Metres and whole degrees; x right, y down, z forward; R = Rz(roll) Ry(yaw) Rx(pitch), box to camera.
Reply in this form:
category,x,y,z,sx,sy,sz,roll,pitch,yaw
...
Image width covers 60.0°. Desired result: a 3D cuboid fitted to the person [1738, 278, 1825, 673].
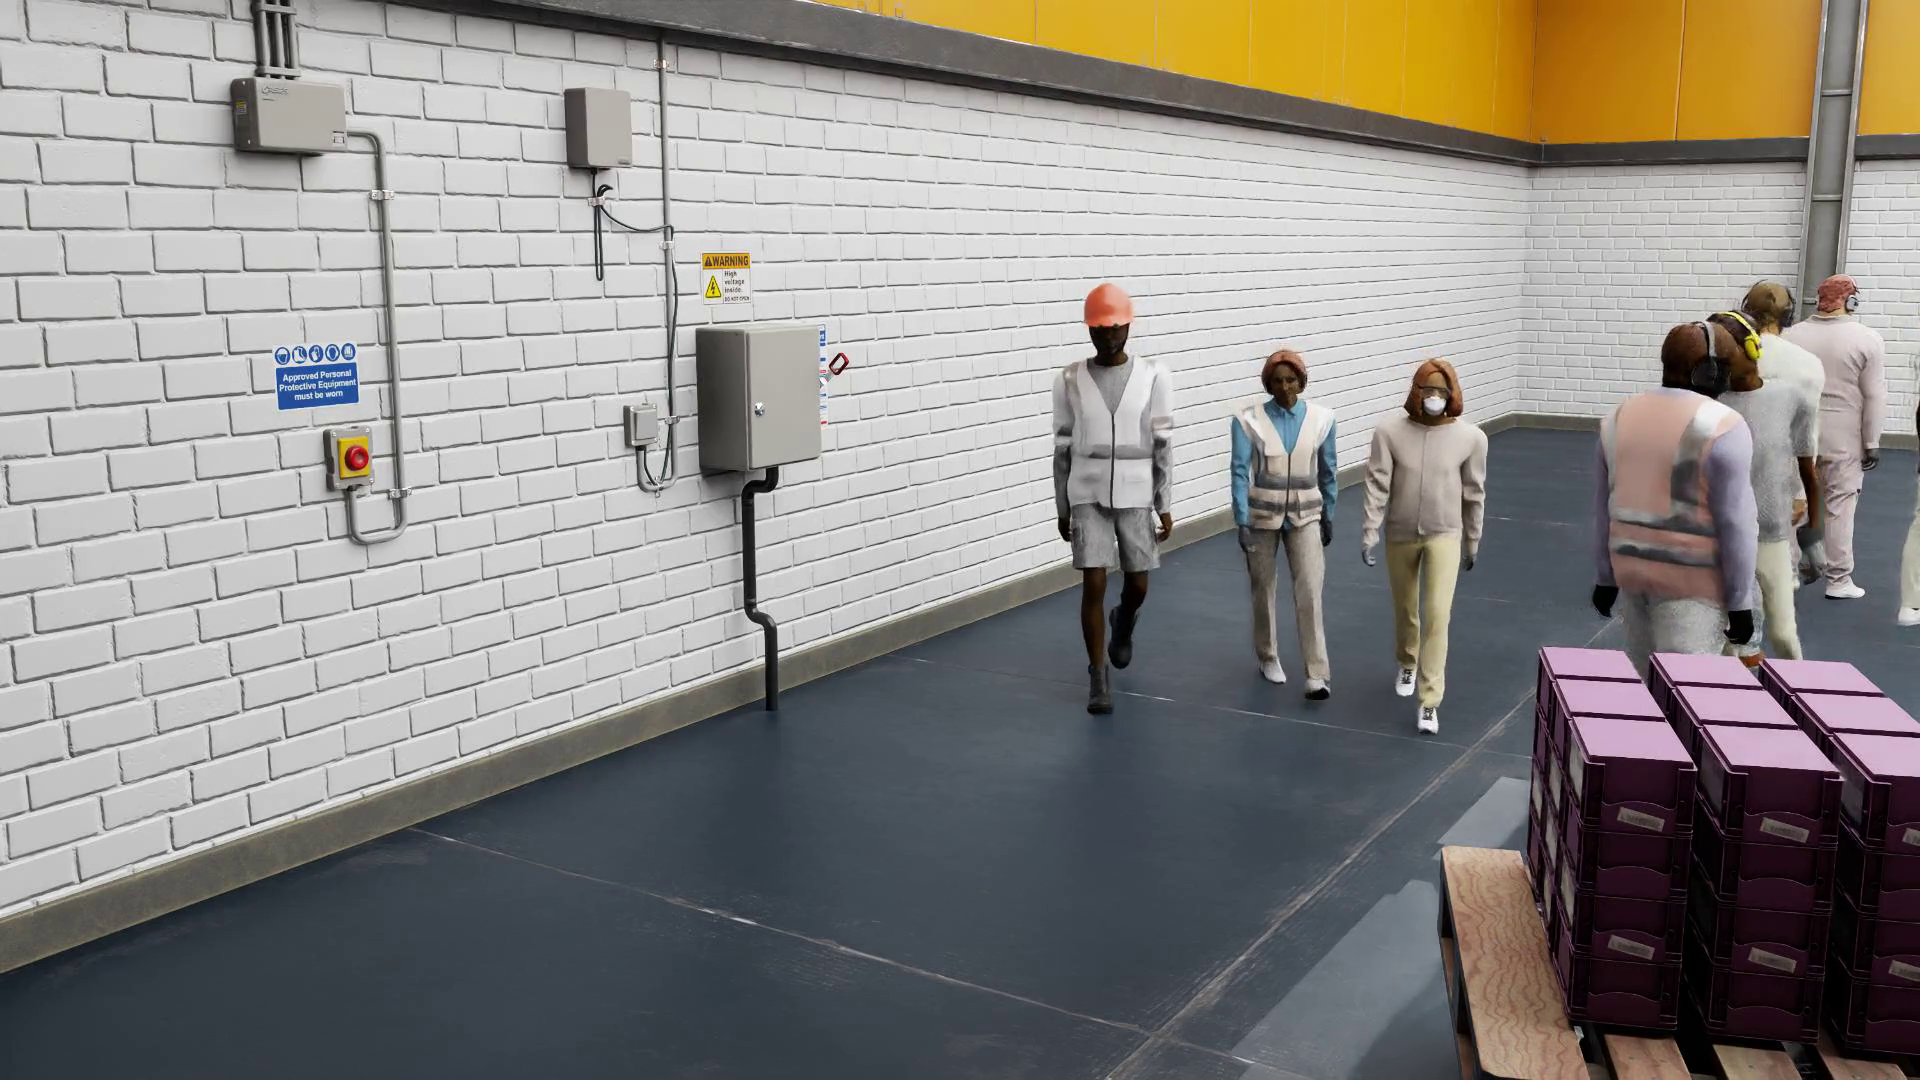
category,x,y,z,sx,sy,sz,roll,pitch,yaw
person,3.728,-0.280,7.945,0.601,1.920,0.639,-10,14,-44

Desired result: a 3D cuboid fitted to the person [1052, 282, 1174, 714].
category,x,y,z,sx,sy,sz,roll,pitch,yaw
person,0.690,-0.208,7.564,0.558,1.922,0.698,1,10,4

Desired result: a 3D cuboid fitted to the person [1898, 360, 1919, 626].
category,x,y,z,sx,sy,sz,roll,pitch,yaw
person,5.544,-0.449,9.145,0.928,1.826,0.548,-5,11,-26

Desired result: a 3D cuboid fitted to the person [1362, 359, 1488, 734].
category,x,y,z,sx,sy,sz,roll,pitch,yaw
person,2.058,-0.011,7.385,0.501,1.592,0.861,4,11,21

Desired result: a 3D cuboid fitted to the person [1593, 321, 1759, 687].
category,x,y,z,sx,sy,sz,roll,pitch,yaw
person,2.523,0.144,5.885,0.448,1.844,0.637,-4,11,-23

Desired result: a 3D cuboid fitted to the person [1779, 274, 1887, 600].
category,x,y,z,sx,sy,sz,roll,pitch,yaw
person,5.107,-0.603,9.802,0.407,1.902,0.638,-9,14,-41

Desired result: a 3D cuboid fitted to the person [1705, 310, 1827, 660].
category,x,y,z,sx,sy,sz,roll,pitch,yaw
person,3.169,-0.003,6.676,0.592,1.828,0.453,6,12,30

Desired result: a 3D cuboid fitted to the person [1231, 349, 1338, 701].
category,x,y,z,sx,sy,sz,roll,pitch,yaw
person,1.493,-0.064,7.626,0.520,1.592,0.845,0,10,0
